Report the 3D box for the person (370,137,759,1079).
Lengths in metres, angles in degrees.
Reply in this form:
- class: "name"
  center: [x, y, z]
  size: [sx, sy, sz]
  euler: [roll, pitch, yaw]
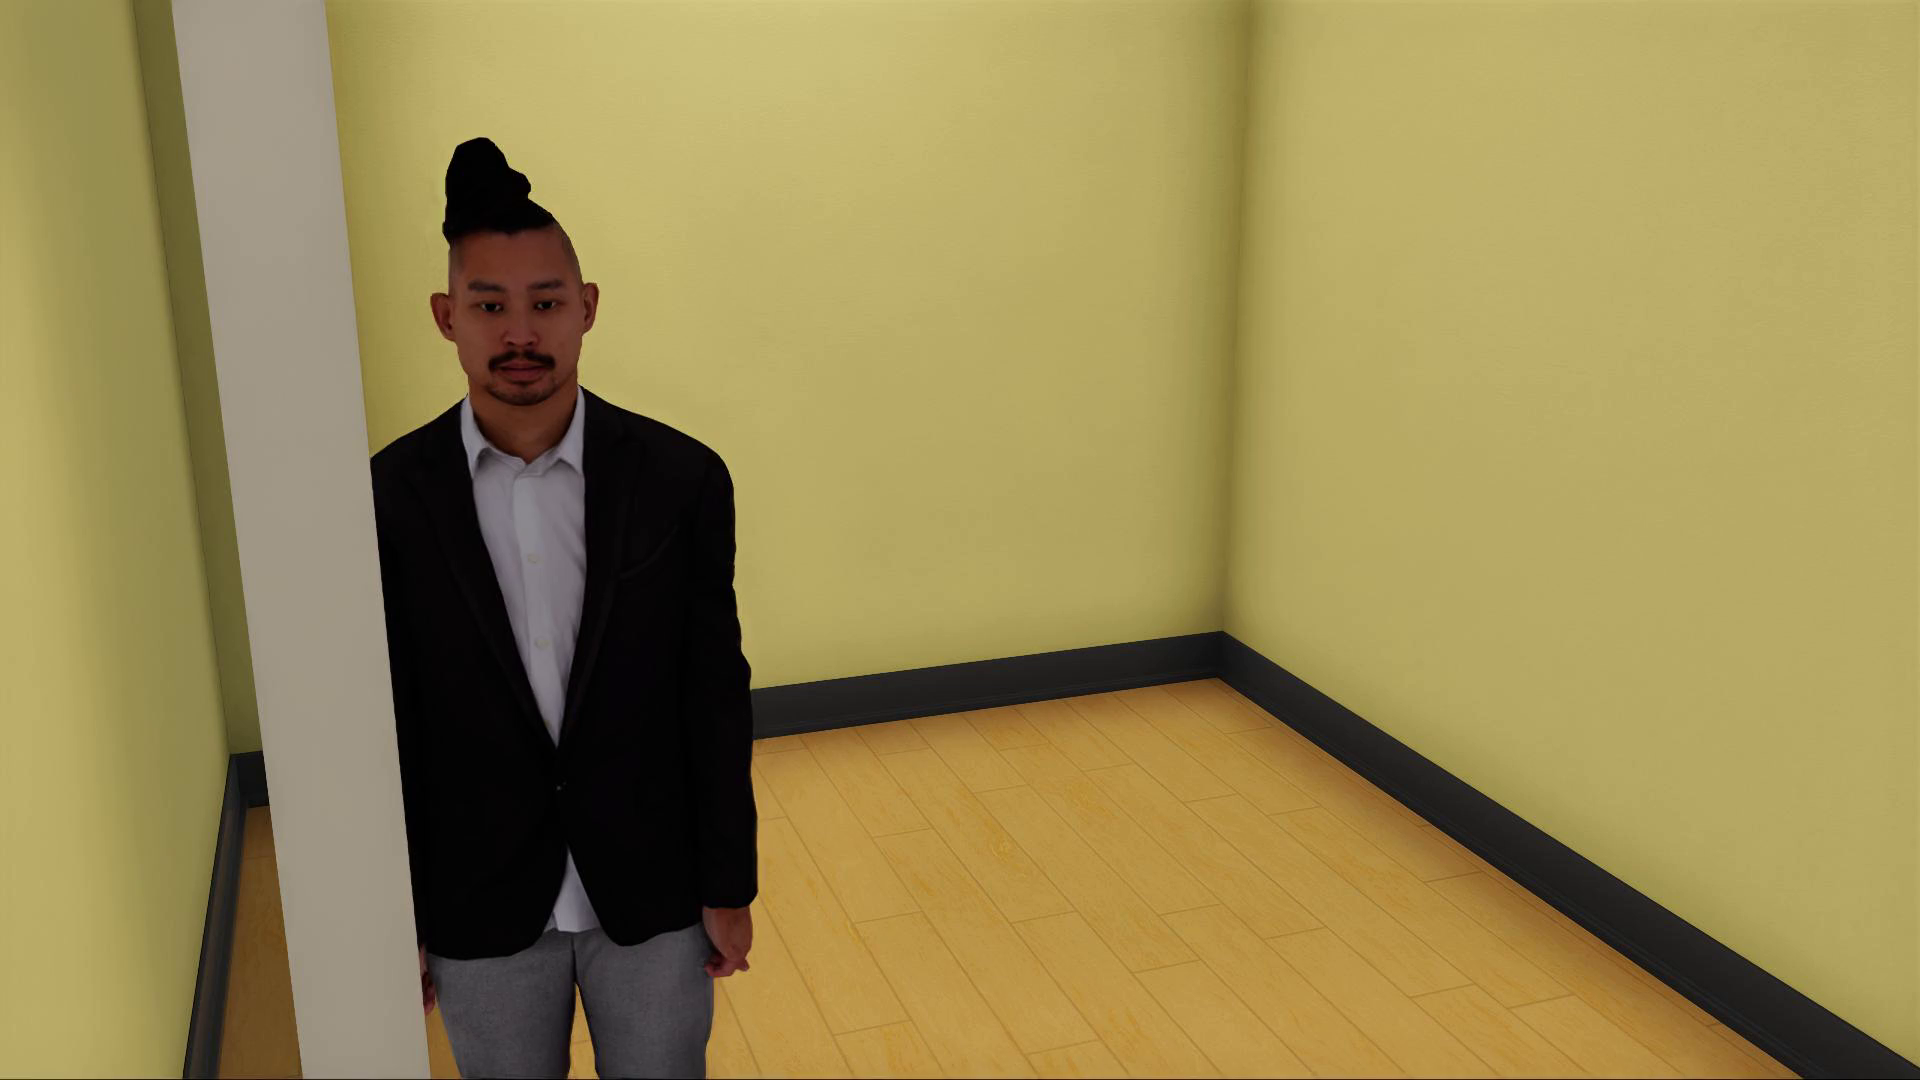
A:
- class: "person"
  center: [-0.560, 0.432, 2.343]
  size: [0.571, 1.954, 0.786]
  euler: [-4, 16, -12]
